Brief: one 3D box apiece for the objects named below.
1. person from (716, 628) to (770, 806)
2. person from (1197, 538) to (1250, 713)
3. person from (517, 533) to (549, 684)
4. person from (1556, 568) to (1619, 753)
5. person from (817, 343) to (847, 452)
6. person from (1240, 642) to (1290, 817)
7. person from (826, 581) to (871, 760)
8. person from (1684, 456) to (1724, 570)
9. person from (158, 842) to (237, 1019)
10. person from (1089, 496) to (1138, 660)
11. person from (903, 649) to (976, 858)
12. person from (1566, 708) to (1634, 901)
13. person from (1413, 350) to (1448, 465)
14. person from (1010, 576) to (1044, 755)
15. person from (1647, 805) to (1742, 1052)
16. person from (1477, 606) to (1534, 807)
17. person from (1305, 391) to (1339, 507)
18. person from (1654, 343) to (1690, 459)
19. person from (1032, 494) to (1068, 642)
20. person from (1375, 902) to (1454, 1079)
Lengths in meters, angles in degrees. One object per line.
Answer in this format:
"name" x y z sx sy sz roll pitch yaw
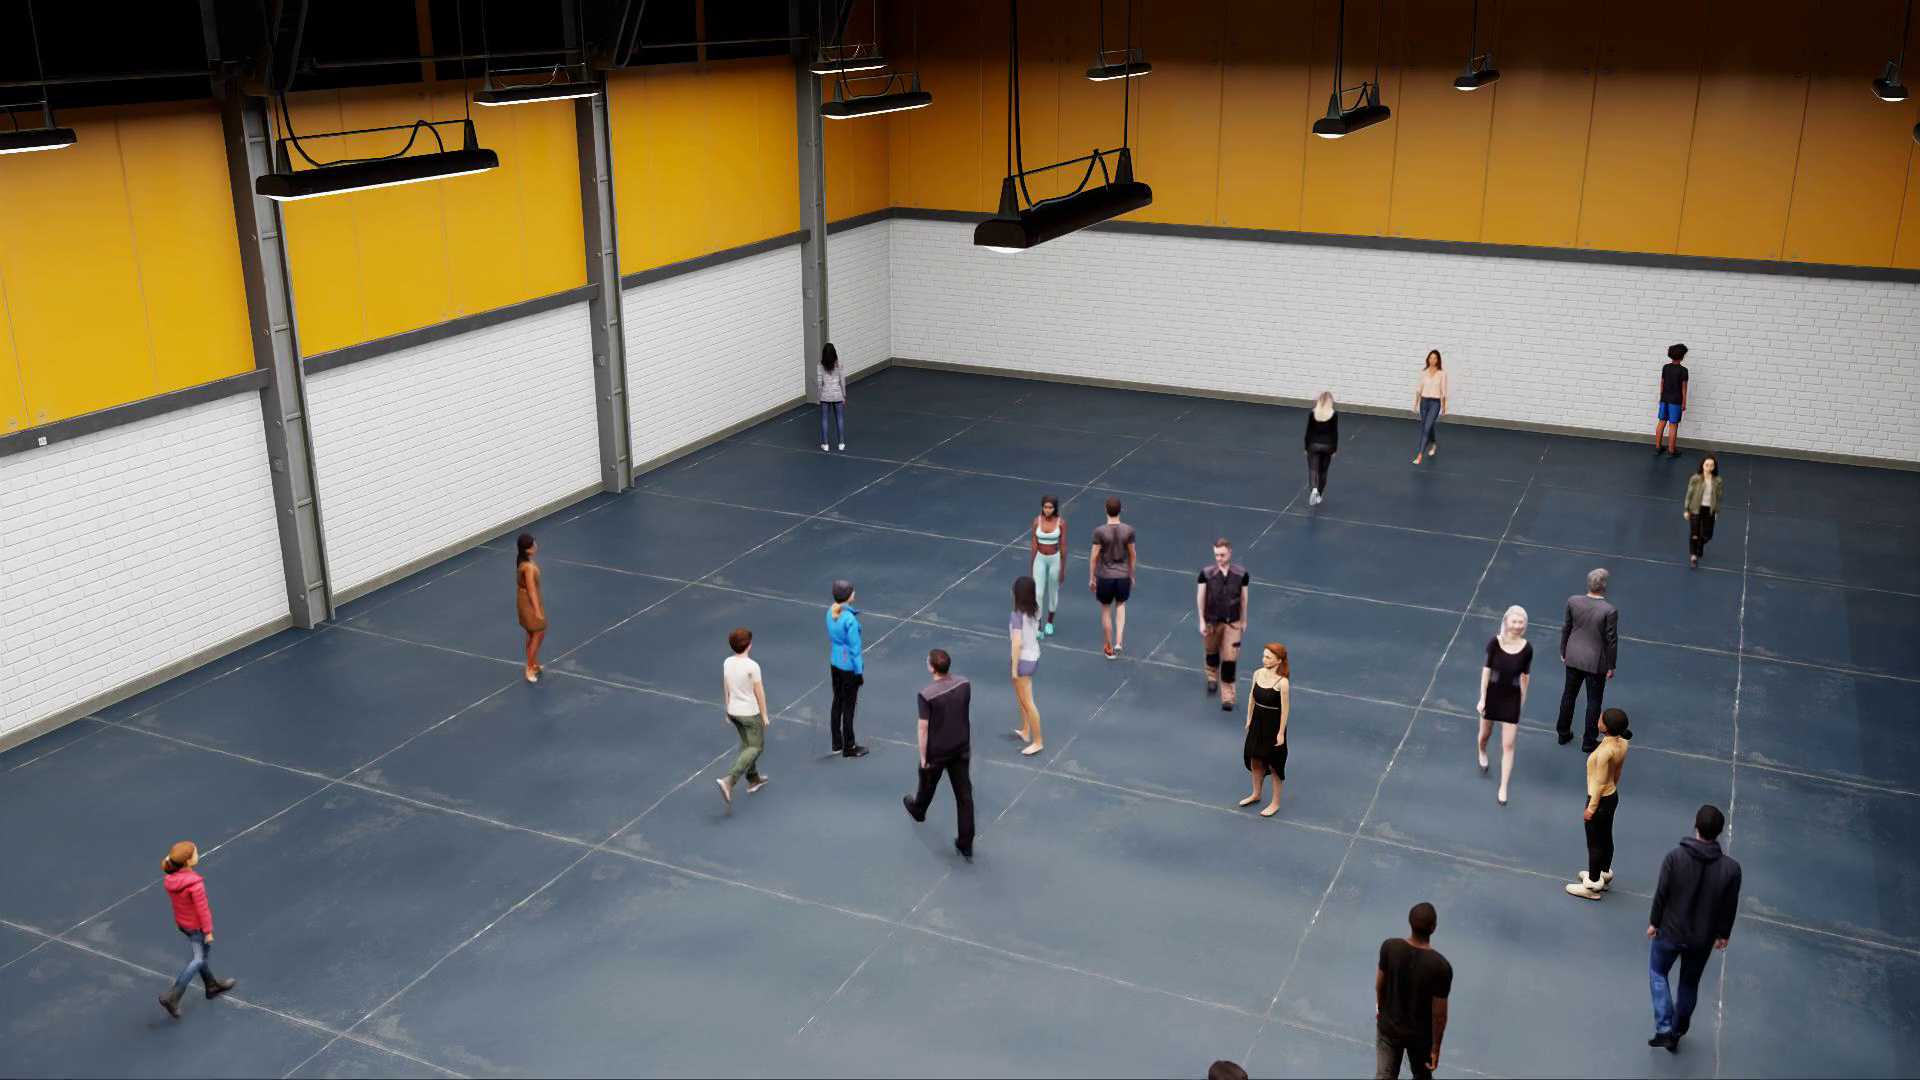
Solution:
"person" -1.986 1.616 15.089 0.669 1.637 1.012 12 22 31
"person" 2.689 0.829 17.211 0.919 1.774 1.311 2 19 7
"person" -4.591 0.697 17.762 0.740 1.673 0.685 -12 22 -31
"person" 6.106 1.148 16.167 0.745 1.837 0.804 -16 25 -40
"person" -2.062 -2.297 26.562 0.690 1.732 0.707 -3 19 -9
"person" 2.775 1.679 14.924 0.694 1.624 0.671 -14 23 -36
"person" -1.112 1.232 15.979 0.691 1.797 0.694 -13 23 -33
"person" 9.479 -0.372 21.265 0.642 1.464 0.772 5 19 16
"person" -5.610 2.820 12.038 0.627 1.304 0.868 13 23 34
"person" 1.700 0.448 18.233 0.796 1.845 0.832 -3 19 -8
"person" -0.069 1.843 14.173 1.256 1.792 1.247 -9 21 -25
"person" 5.235 2.125 13.542 0.730 1.660 0.600 17 25 41
"person" 7.344 -2.074 25.884 0.771 1.742 1.217 13 23 34
"person" 0.652 1.208 16.185 0.746 1.712 0.557 5 19 14
"person" 4.994 2.730 11.407 0.765 1.878 0.833 5 19 14
"person" 4.955 1.463 15.294 0.750 1.798 1.117 4 19 13
"person" 5.100 -1.260 23.588 0.720 1.665 0.988 5 19 14
"person" 11.217 -2.212 26.202 0.733 1.800 0.707 -13 22 -33
"person" 1.028 0.276 18.965 0.672 1.704 0.884 4 19 12
"person" 2.752 3.127 10.407 0.784 1.762 1.188 12 22 31
